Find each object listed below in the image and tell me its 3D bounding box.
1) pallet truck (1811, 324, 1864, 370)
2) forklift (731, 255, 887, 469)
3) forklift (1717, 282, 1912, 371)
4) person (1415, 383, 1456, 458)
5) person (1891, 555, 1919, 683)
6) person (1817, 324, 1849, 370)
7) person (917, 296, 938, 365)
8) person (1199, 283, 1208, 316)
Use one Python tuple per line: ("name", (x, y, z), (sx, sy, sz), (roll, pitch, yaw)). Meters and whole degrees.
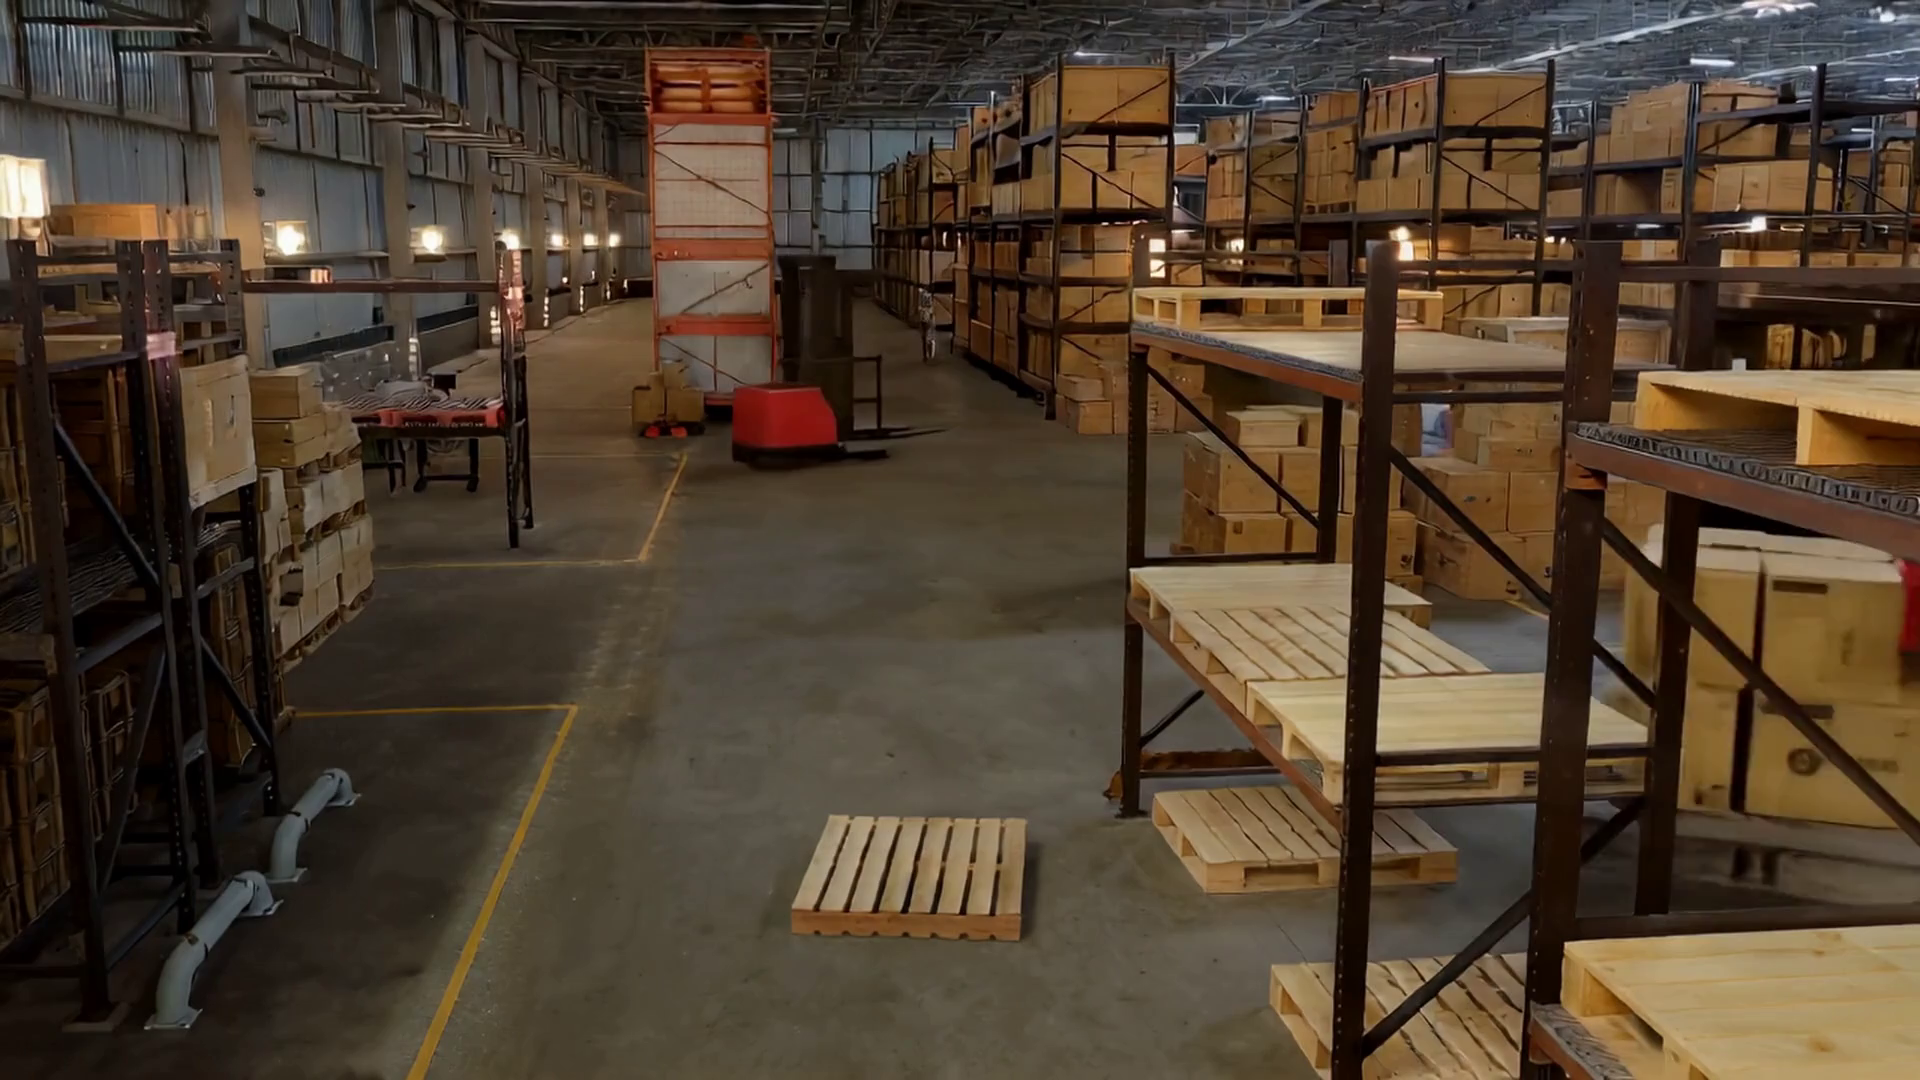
("pallet truck", (15.846, -3.142, 28.793), (1.885, 1.965, 0.823), (2, 10, 12))
("forklift", (-2.080, -2.450, 22.507), (1.873, 2.768, 1.129), (-9, 13, -40))
("forklift", (4.646, -0.066, 9.299), (1.129, 2.768, 1.873), (5, 11, 27))
("person", (4.957, -0.877, 17.362), (0.869, 1.594, 0.534), (-4, 11, -20))
("person", (4.541, 0.680, 7.953), (0.542, 1.887, 1.026), (-5, 11, -27))
("person", (13.081, -2.411, 24.989), (0.397, 1.911, 0.587), (10, 14, 44))
("person", (-0.796, -5.140, 40.721), (0.543, 1.686, 0.435), (-1, 10, -6))
("person", (7.292, -6.813, 49.684), (0.958, 1.789, 0.588), (1, 10, 4))
